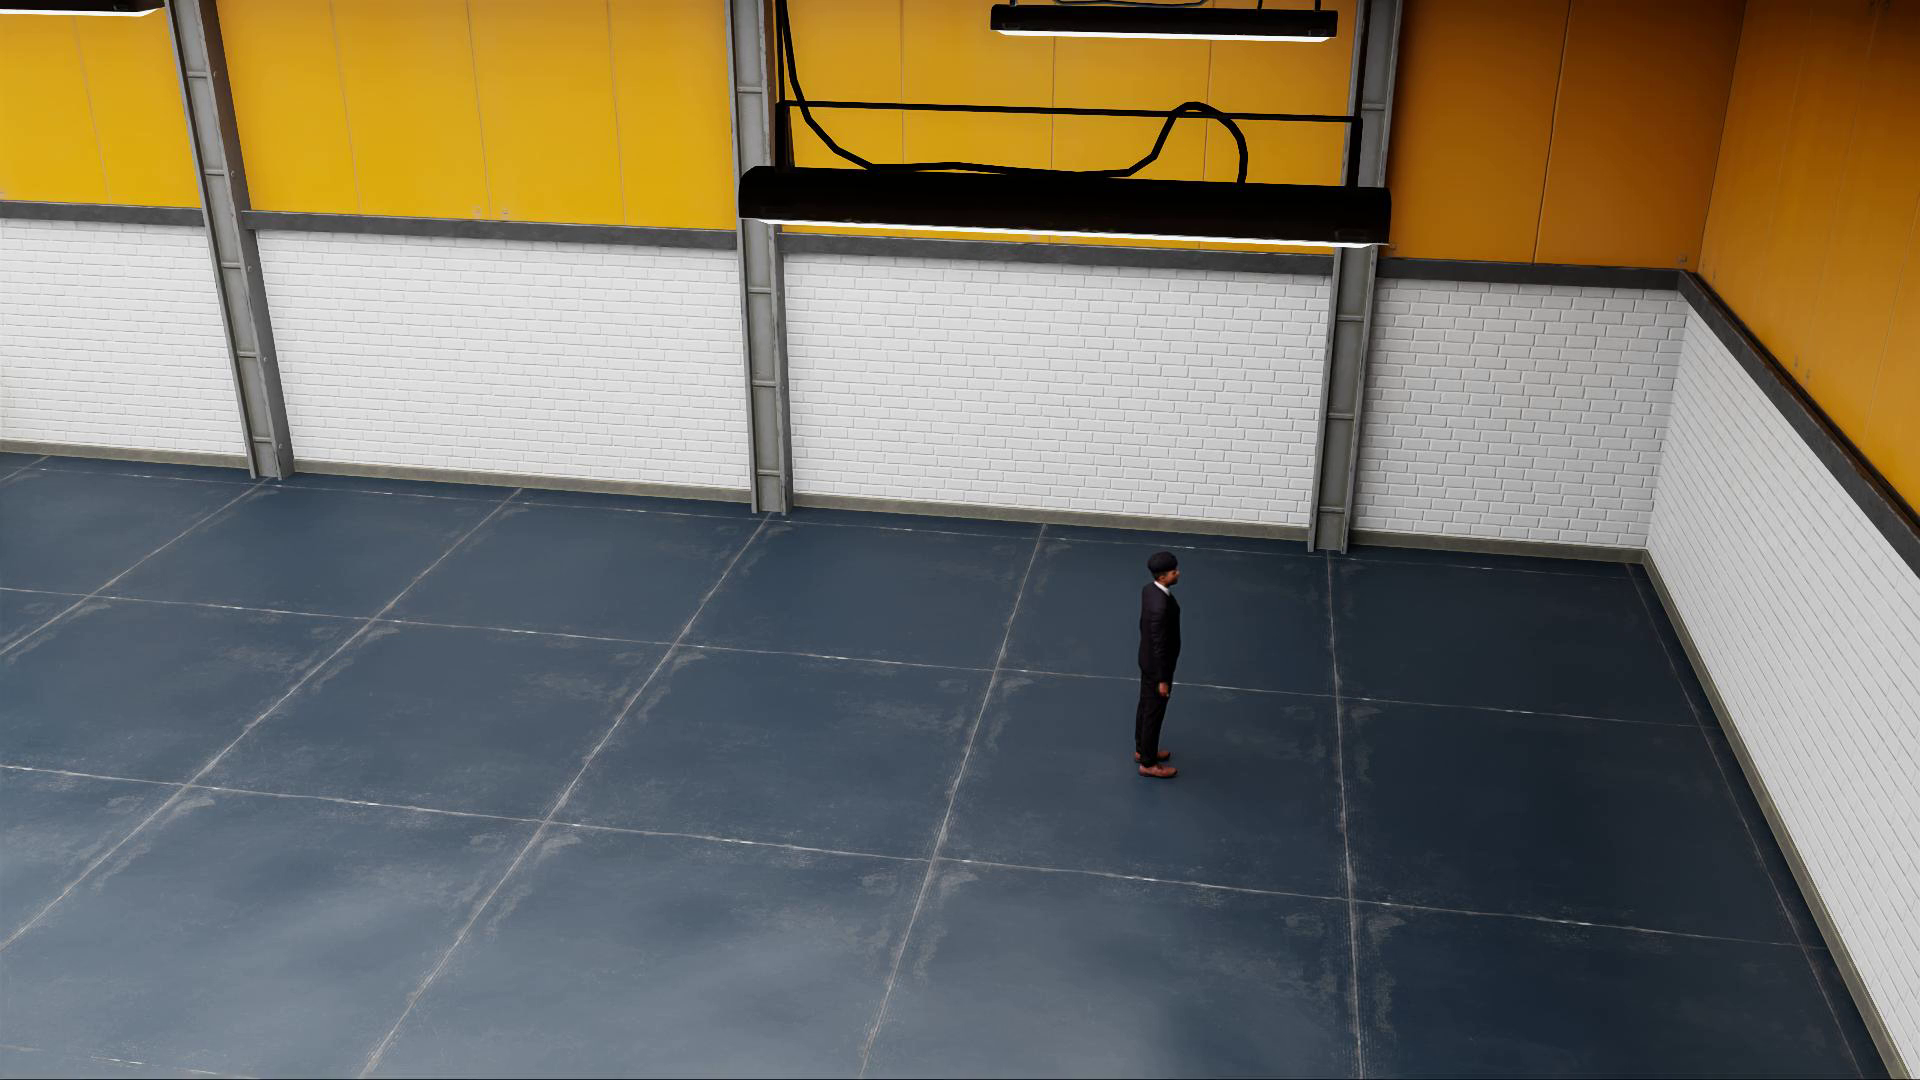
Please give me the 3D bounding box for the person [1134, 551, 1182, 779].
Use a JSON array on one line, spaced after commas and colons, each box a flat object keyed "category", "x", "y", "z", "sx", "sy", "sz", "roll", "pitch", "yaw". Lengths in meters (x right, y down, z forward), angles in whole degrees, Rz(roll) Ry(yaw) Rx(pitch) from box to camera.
[{"category": "person", "x": 1.526, "y": 0.954, "z": 13.033, "sx": 0.633, "sy": 1.883, "sz": 0.742, "roll": -1, "pitch": 24, "yaw": -2}]
